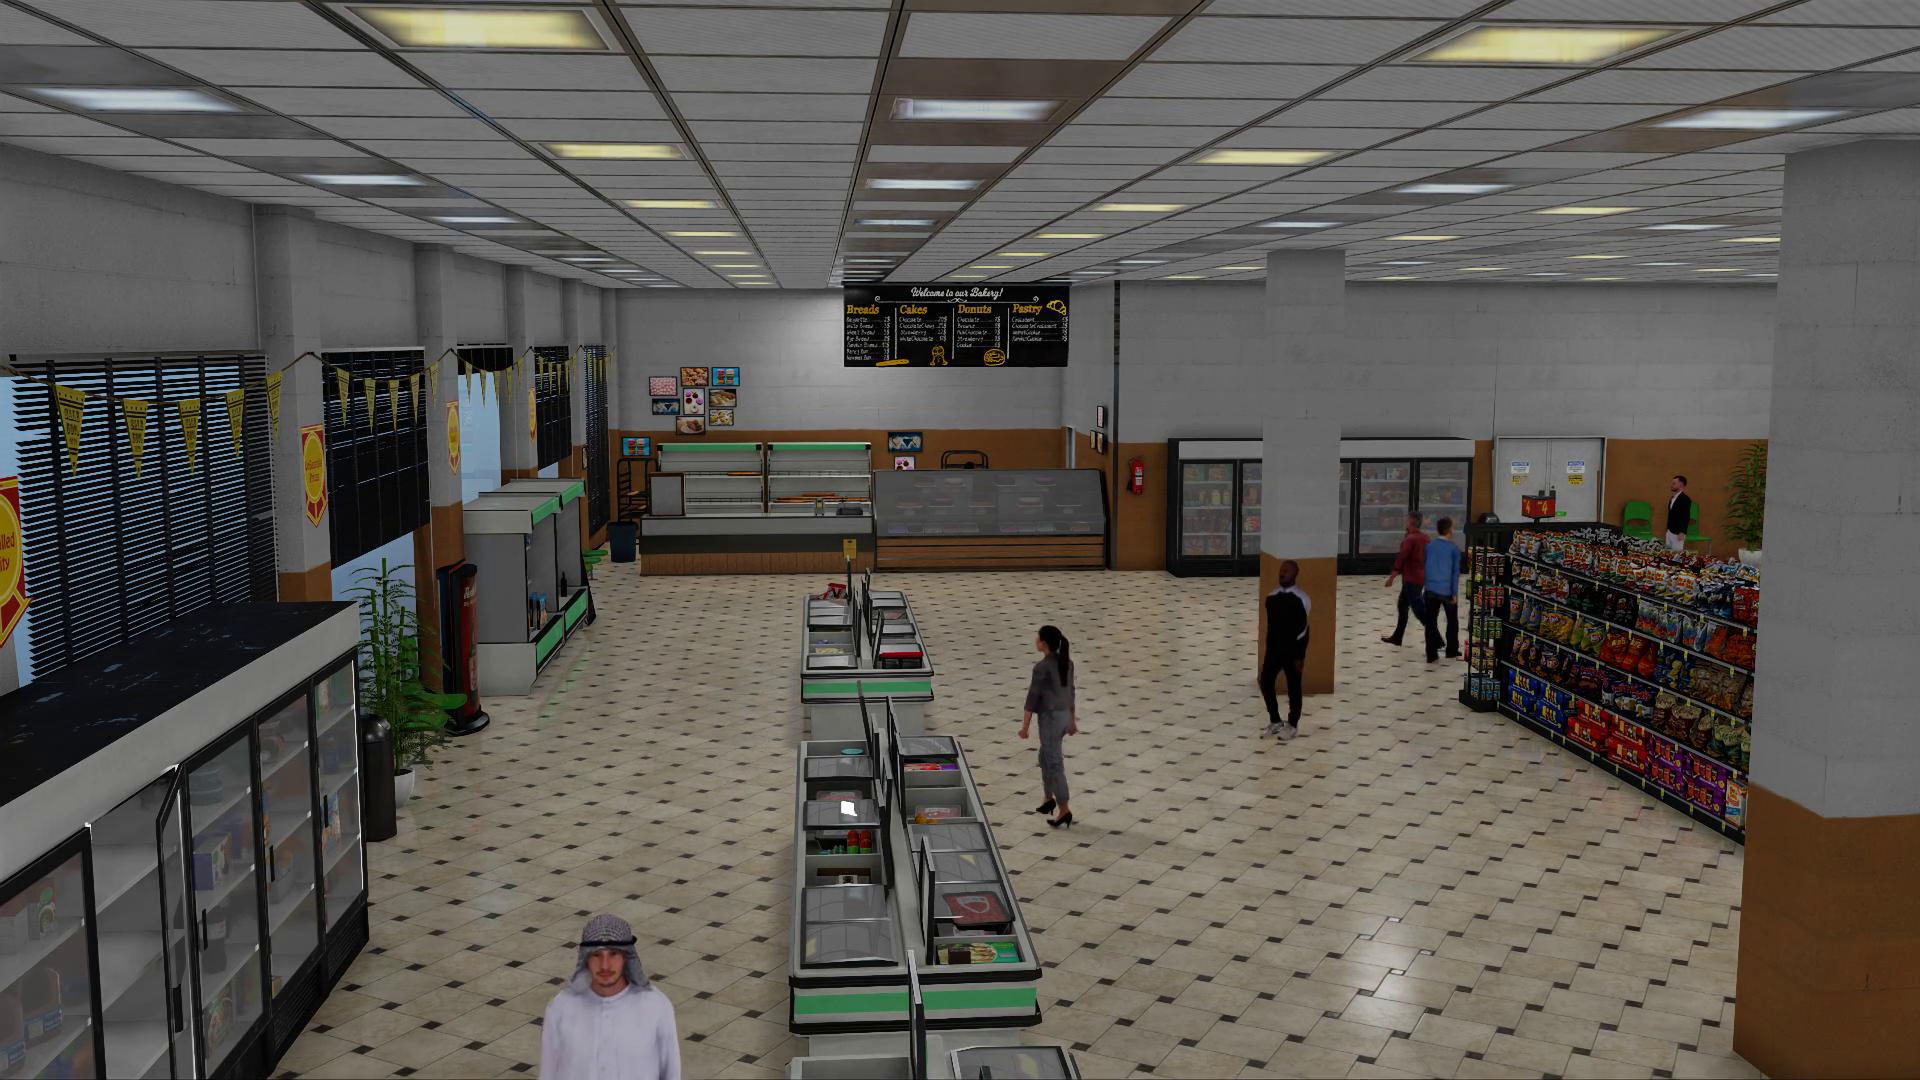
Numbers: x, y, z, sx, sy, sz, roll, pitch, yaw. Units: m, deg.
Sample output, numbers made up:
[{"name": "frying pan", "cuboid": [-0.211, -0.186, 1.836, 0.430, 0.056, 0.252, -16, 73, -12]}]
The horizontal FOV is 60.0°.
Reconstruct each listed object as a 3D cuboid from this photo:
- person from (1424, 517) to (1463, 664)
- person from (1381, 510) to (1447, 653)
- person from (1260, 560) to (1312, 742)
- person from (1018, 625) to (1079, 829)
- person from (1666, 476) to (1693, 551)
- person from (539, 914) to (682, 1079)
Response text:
[{"name": "person", "cuboid": [5.926, 0.630, 20.645, 0.899, 1.797, 0.964, 5, 9, 36]}, {"name": "person", "cuboid": [5.881, 0.562, 21.252, 1.292, 1.786, 1.204, 6, 9, 43]}, {"name": "person", "cuboid": [3.340, 1.094, 16.726, 0.887, 1.815, 0.813, -7, 10, -44]}, {"name": "person", "cuboid": [0.837, 1.546, 13.637, 0.869, 1.658, 0.809, 5, 9, 36]}, {"name": "person", "cuboid": [11.503, -0.120, 26.653, 0.724, 1.844, 0.507, 0, 7, -1]}, {"name": "person", "cuboid": [-1.322, 2.305, 6.302, 0.707, 1.912, 0.770, 0, 7, -1]}]
